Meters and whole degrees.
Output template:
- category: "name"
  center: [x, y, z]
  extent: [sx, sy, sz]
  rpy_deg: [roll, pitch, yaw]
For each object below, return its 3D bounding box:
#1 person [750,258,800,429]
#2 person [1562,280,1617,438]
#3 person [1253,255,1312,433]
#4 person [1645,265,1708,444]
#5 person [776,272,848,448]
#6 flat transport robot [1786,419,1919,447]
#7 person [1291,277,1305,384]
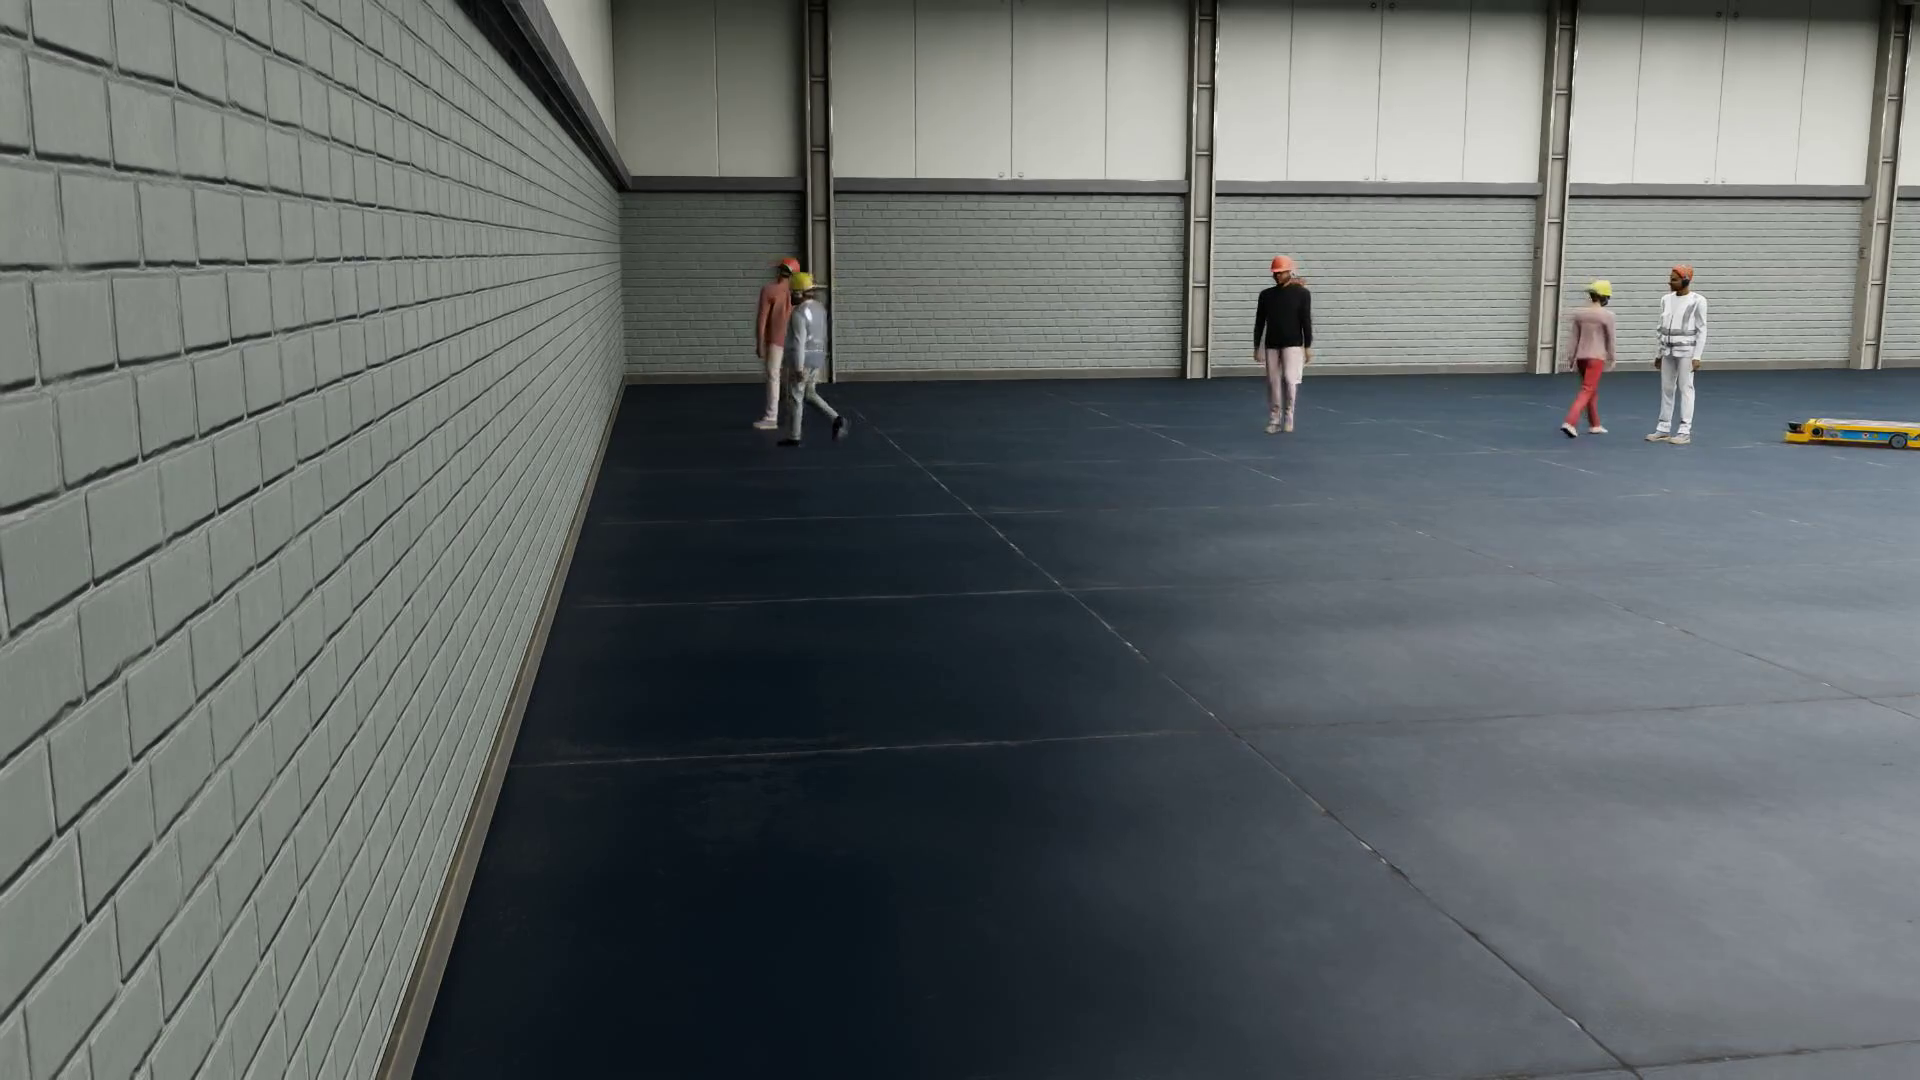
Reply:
- category: "person"
  center: [-2.104, -2.248, 19.089]
  extent: [0.791, 1.949, 0.422]
  rpy_deg: [-6, 12, -32]
- category: "person"
  center: [6.889, -1.984, 18.195]
  extent: [0.902, 1.718, 0.521]
  rpy_deg: [-6, 12, -32]
- category: "person"
  center: [3.548, -2.155, 18.419]
  extent: [0.661, 1.977, 0.495]
  rpy_deg: [6, 11, 30]
- category: "person"
  center: [7.584, -1.956, 17.561]
  extent: [0.361, 1.882, 0.575]
  rpy_deg: [-5, 11, -25]
- category: "person"
  center: [-1.552, -1.839, 17.076]
  extent: [0.676, 1.817, 0.602]
  rpy_deg: [4, 10, 20]
- category: "flat transport robot"
  center: [9.486, -1.130, 17.436]
  extent: [1.431, 0.197, 0.652]
  rpy_deg: [6, 11, 30]
- category: "person"
  center: [5.126, -3.190, 25.359]
  extent: [0.308, 1.643, 0.511]
  rpy_deg: [2, 10, 11]
